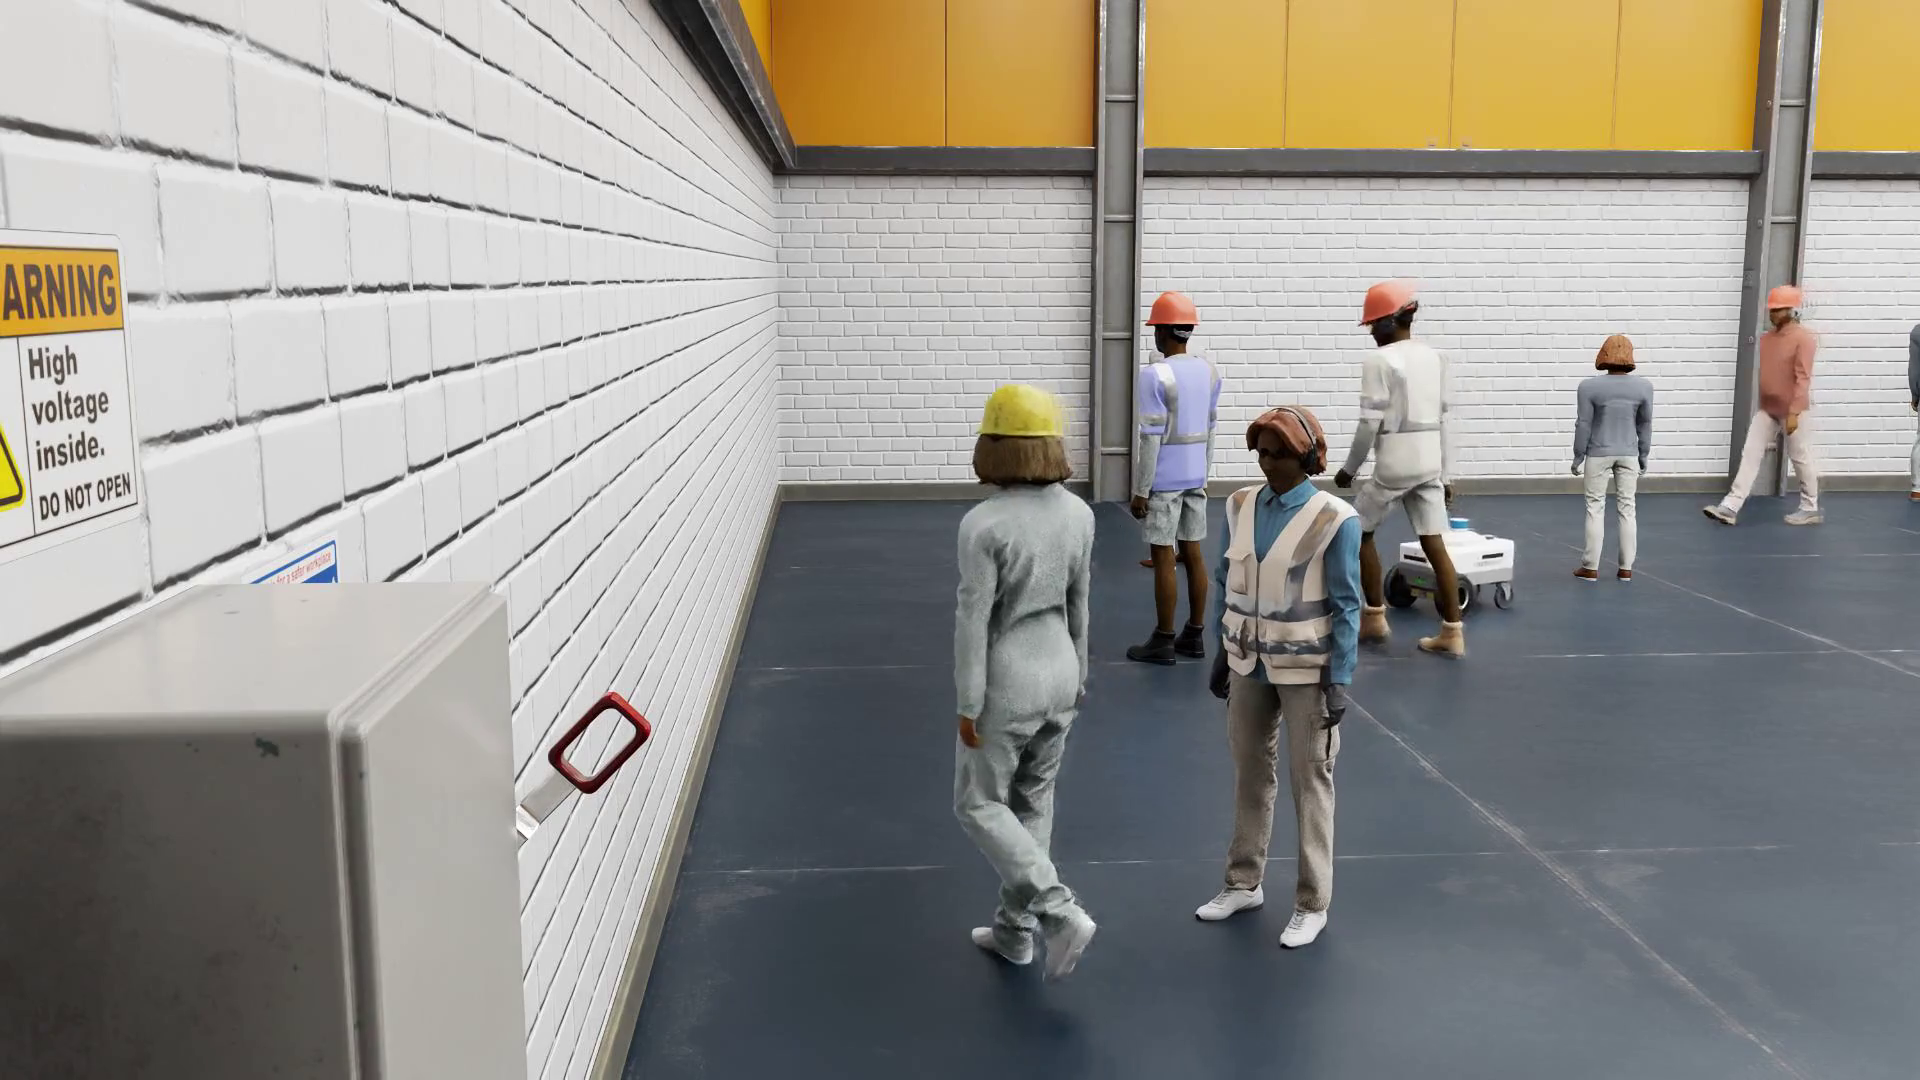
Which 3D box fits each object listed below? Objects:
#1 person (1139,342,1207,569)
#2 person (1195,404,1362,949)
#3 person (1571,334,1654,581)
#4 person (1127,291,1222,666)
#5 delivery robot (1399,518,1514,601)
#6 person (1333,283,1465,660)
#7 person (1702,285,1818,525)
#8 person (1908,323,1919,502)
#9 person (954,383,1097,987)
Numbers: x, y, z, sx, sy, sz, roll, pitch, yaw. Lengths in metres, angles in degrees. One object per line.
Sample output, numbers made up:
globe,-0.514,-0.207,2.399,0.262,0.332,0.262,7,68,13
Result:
person,1.467,-0.730,11.465,0.507,1.877,0.329,-7,11,-36
person,0.978,0.407,5.062,0.310,1.639,0.514,-8,12,-42
person,4.306,-0.537,11.004,0.507,1.633,0.277,0,9,2
person,1.099,-0.316,8.666,0.544,1.939,0.355,-8,12,-40
delivery robot,2.994,0.112,10.014,0.707,0.478,0.477,-5,10,-30
person,2.338,-0.362,8.855,0.626,1.978,0.836,-6,11,-33
person,6.563,-1.066,13.374,1.044,1.935,0.647,-3,9,-16
person,8.711,-1.279,14.718,0.372,1.938,0.630,-6,11,-33
person,0.205,0.420,4.705,0.491,1.726,0.564,-7,12,-38
